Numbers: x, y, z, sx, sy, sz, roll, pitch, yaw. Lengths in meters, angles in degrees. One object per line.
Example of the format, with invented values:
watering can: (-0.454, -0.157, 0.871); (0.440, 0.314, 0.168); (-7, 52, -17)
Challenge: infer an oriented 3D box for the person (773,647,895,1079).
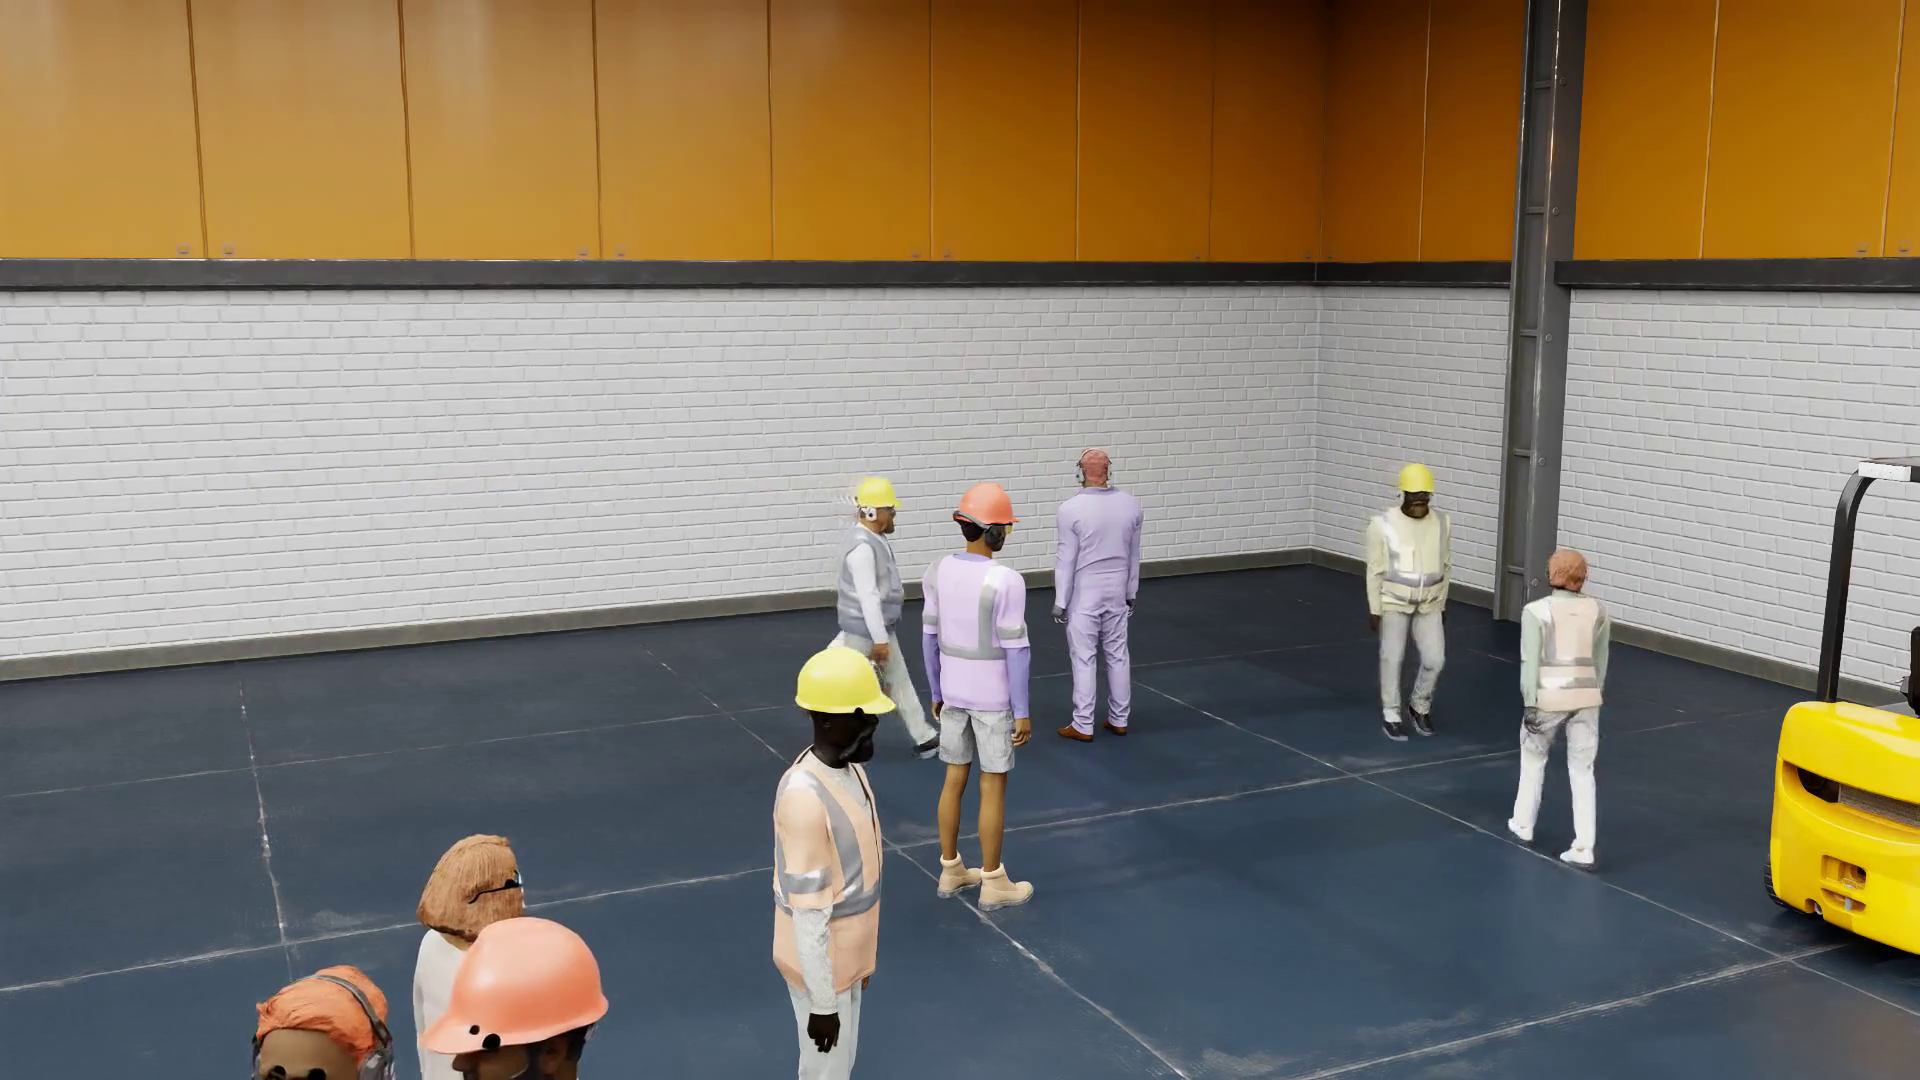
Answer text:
person: (-0.374, 1.267, 5.063); (0.370, 1.927, 0.588); (1, 9, 5)

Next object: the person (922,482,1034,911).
person: (0.108, 0.739, 7.979); (0.614, 2.041, 0.390); (8, 12, 41)

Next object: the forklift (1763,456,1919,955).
forklift: (4.857, 0.731, 7.561); (2.313, 2.155, 1.214); (-4, 10, -25)

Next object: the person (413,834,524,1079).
person: (-1.219, 1.545, 4.245); (0.279, 1.632, 0.502); (-7, 12, -39)

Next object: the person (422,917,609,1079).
person: (-0.731, 1.598, 2.968); (0.365, 1.939, 0.542); (-8, 12, -40)

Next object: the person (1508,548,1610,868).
person: (3.116, 0.852, 8.627); (0.534, 1.603, 0.770); (-1, 9, -6)

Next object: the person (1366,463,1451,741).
person: (2.900, 0.408, 10.729); (0.590, 1.818, 0.422); (-1, 9, -6)

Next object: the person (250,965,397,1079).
person: (-1.055, 1.642, 2.863); (0.584, 1.884, 0.347); (5, 10, 27)

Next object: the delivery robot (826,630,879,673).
delivery robot: (-0.739, 0.786, 11.999); (0.477, 0.478, 0.707); (1, 9, 7)

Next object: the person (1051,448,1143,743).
person: (0.865, 0.353, 10.800); (0.648, 1.904, 0.401); (-5, 11, -29)

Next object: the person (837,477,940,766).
person: (-0.439, 0.514, 10.160); (0.881, 1.785, 0.608); (1, 9, 8)
